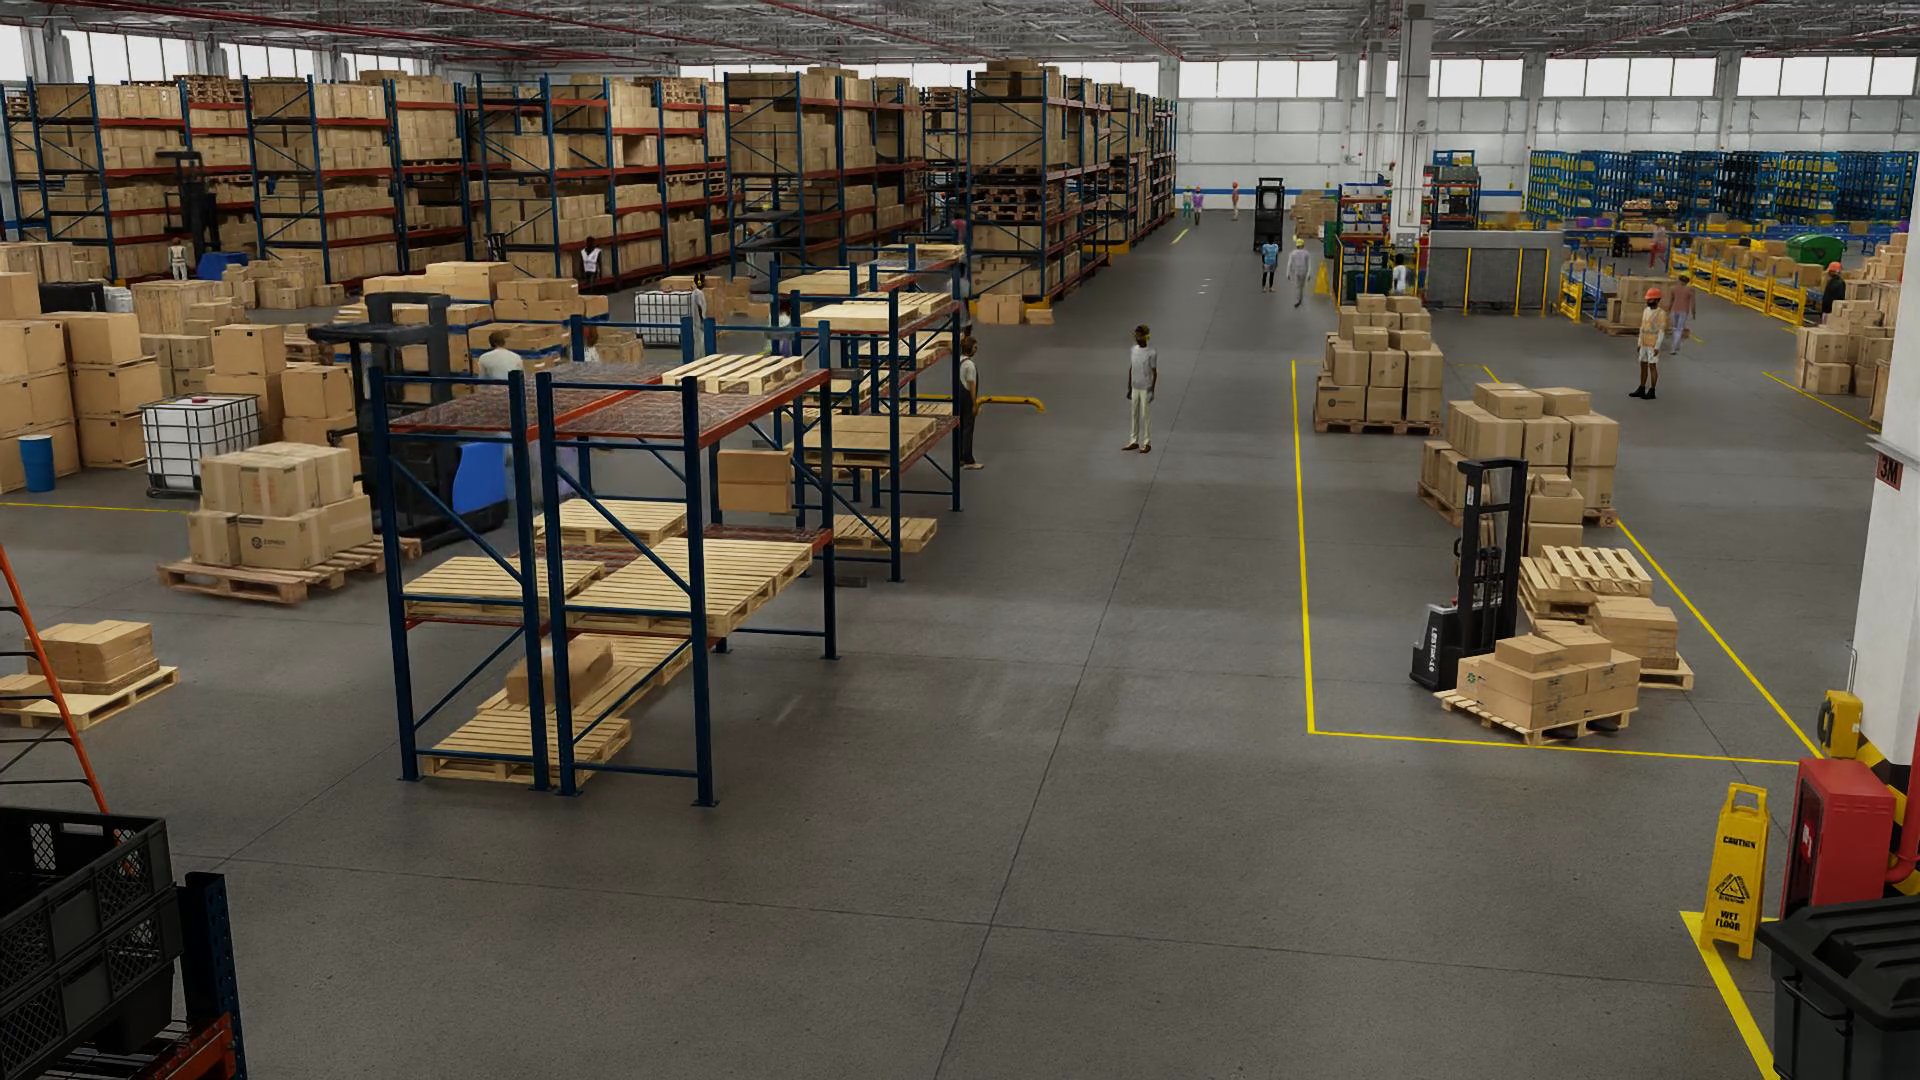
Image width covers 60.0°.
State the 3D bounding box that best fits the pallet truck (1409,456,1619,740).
[{"bbox_3d":[4.504,0.400,13.395,0.823,1.965,1.885,-6,15,-23],"label":"pallet truck"}]

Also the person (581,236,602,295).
[{"bbox_3d":[-9.750,-7.113,44.099,0.597,1.897,0.810,5,15,19],"label":"person"}]

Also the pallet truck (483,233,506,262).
[{"bbox_3d":[-11.832,-7.026,43.548,1.885,1.965,0.823,8,16,28],"label":"pallet truck"}]

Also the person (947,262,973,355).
[{"bbox_3d":[0.060,-4.817,34.668,0.634,1.947,0.657,12,18,40],"label":"person"}]

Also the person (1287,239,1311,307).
[{"bbox_3d":[9.027,-7.108,44.326,0.612,1.783,0.919,1,14,5],"label":"person"}]

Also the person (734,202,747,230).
[{"bbox_3d":[-8.185,-11.628,62.144,0.615,2.038,0.394,-12,18,-40],"label":"person"}]

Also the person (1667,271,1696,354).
[{"bbox_3d":[15.239,-4.803,35.086,0.552,1.719,0.893,13,19,43],"label":"person"}]

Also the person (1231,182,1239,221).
[{"bbox_3d":[14.287,-17.583,86.447,0.421,1.987,0.639,2,14,8],"label":"person"}]

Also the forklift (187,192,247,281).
[{"bbox_3d":[-22.129,-8.792,48.900,1.873,2.768,1.129,3,14,10],"label":"forklift"}]

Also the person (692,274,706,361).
[{"bbox_3d":[-5.106,-4.306,32.763,0.329,1.873,0.516,-5,15,-19],"label":"person"}]

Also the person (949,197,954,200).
[{"bbox_3d":[-0.454,-15.005,76.064,0.354,1.937,0.635,-9,16,-31],"label":"person"}]

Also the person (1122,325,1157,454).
[{"bbox_3d":[2.627,-2.202,24.216,0.328,1.875,0.513,-13,19,-43],"label":"person"}]

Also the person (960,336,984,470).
[{"bbox_3d":[0.098,-1.896,23.038,0.345,1.843,0.504,-7,16,-27],"label":"person"}]

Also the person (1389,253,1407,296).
[{"bbox_3d":[10.833,-6.211,40.885,0.533,1.671,0.778,-13,19,-42],"label":"person"}]

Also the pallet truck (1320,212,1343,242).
[{"bbox_3d":[15.874,-13.227,70.310,0.680,1.201,1.601,10,17,35],"label":"pallet truck"}]

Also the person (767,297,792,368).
[{"bbox_3d":[-3.103,-3.184,28.209,0.729,1.879,0.647,-11,18,-39],"label":"person"}]

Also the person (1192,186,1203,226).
[{"bbox_3d":[11.747,-16.504,82.199,0.544,1.921,0.586,2,14,9],"label":"person"}]

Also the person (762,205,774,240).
[{"bbox_3d":[-7.470,-12.224,65.103,0.910,1.794,0.587,4,14,16],"label":"person"}]

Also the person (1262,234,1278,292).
[{"bbox_3d":[8.998,-8.041,48.285,0.541,1.696,0.315,-5,15,-20],"label":"person"}]

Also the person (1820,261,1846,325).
[{"bbox_3d":[17.903,-4.722,34.196,0.381,1.994,0.615,-1,14,-4],"label":"person"}]

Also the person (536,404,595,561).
[{"bbox_3d":[-4.200,-0.566,17.535,0.900,1.896,0.588,5,15,18],"label":"person"}]

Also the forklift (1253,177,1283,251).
[{"bbox_3d":[12.083,-12.747,64.956,1.129,2.768,1.873,3,14,10],"label":"forklift"}]

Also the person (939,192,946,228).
[{"bbox_3d":[-0.731,-14.688,74.780,0.373,1.934,0.551,-3,14,-12],"label":"person"}]

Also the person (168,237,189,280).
[{"bbox_3d":[-22.340,-7.838,47.580,0.523,1.638,0.310,-5,15,-20],"label":"person"}]

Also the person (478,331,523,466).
[{"bbox_3d":[-6.424,-1.998,23.392,0.617,1.892,0.992,-11,17,-37],"label":"person"}]

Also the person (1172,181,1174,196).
[{"bbox_3d":[11.594,-18.731,91.209,0.606,1.923,0.618,5,15,18],"label":"person"}]

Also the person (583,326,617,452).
[{"bbox_3d":[-5.379,-2.197,24.227,0.642,1.859,0.598,1,14,3],"label":"person"}]

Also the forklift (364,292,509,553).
[{"bbox_3d":[-6.180,-1.409,18.926,1.129,2.768,1.873,5,15,20],"label":"forklift"}]

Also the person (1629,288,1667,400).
[{"bbox_3d":[12.044,-3.429,29.061,0.350,1.941,0.545,-4,14,-17],"label":"person"}]

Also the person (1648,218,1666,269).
[{"bbox_3d":[23.683,-10.041,56.307,0.611,1.745,0.547,-7,16,-28],"label":"person"}]

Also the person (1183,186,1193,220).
[{"bbox_3d":[11.998,-17.772,87.651,0.524,1.769,0.314,3,14,13],"label":"person"}]

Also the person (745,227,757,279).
[{"bbox_3d":[-6.637,-9.096,52.696,0.285,1.634,0.499,-13,19,-42],"label":"person"}]

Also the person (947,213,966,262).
[{"bbox_3d":[-0.079,-10.553,58.282,0.625,1.807,0.924,-7,16,-28],"label":"person"}]
